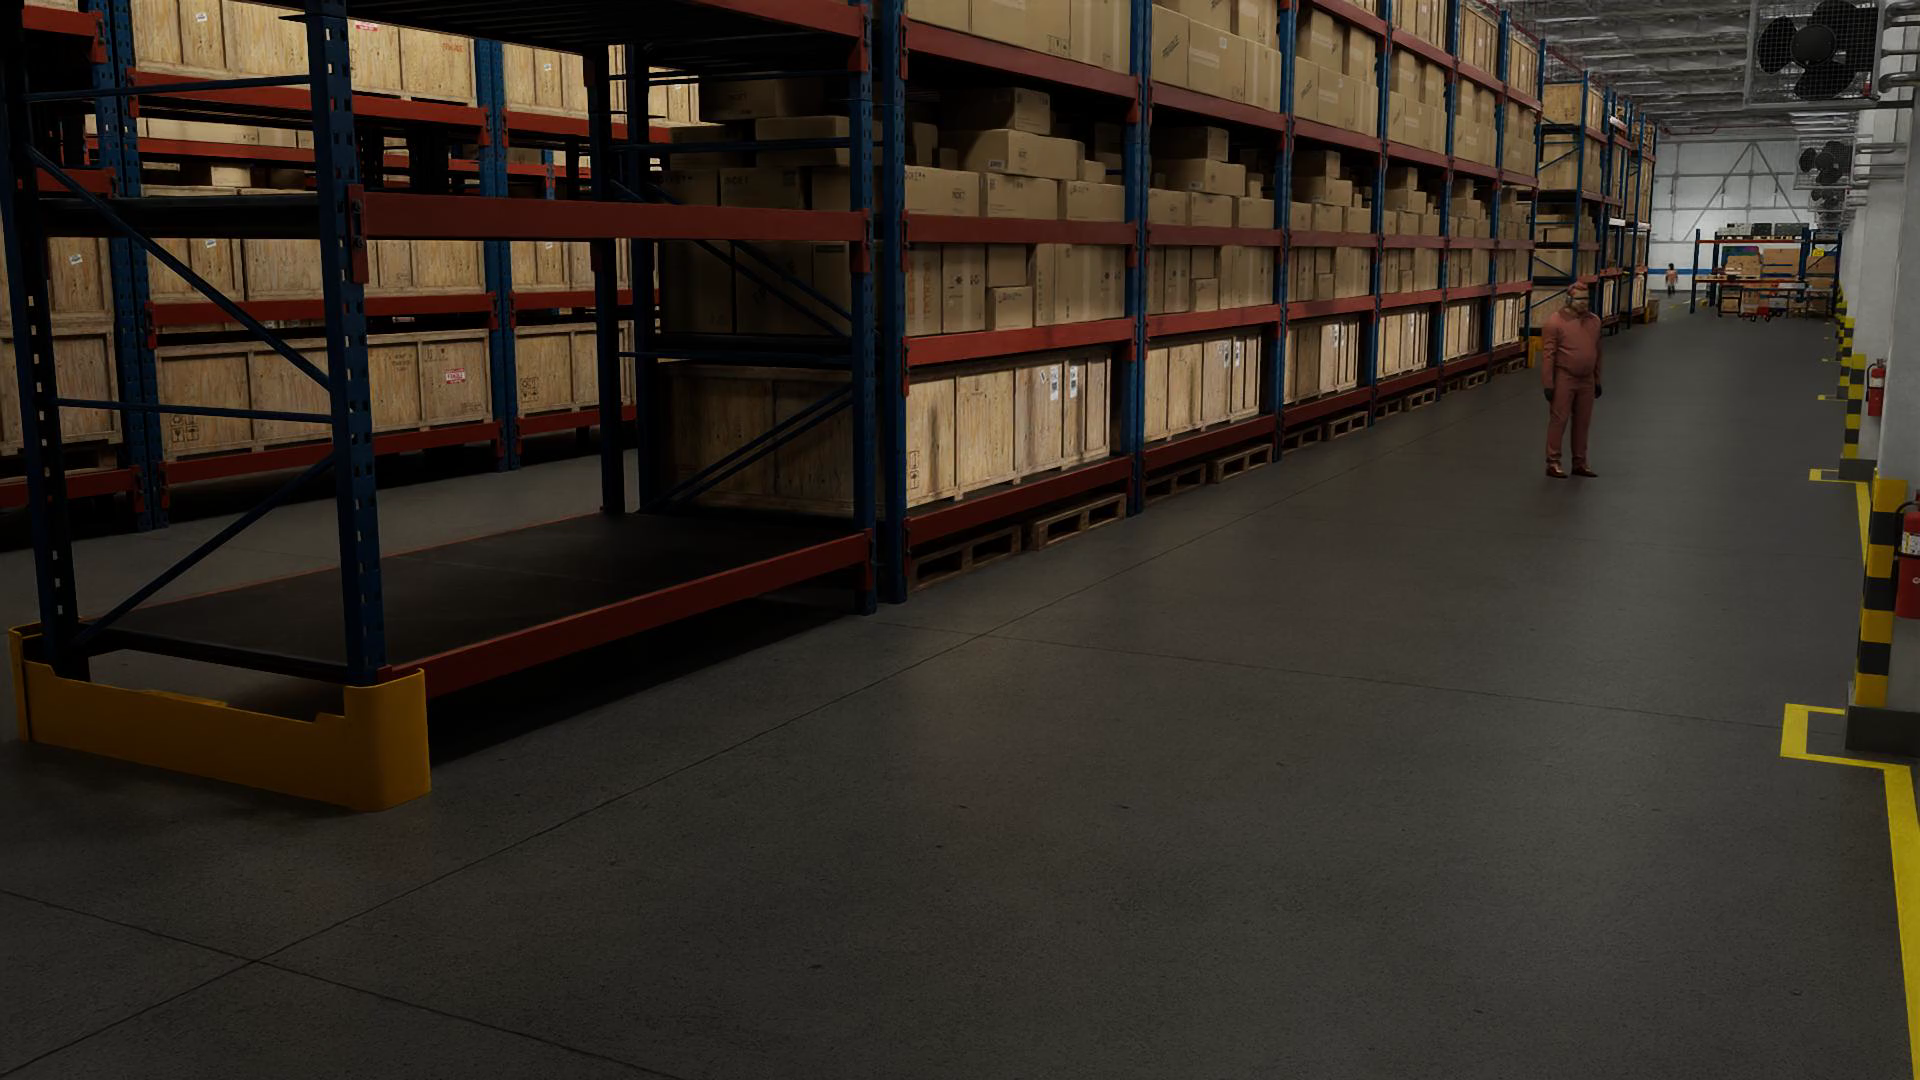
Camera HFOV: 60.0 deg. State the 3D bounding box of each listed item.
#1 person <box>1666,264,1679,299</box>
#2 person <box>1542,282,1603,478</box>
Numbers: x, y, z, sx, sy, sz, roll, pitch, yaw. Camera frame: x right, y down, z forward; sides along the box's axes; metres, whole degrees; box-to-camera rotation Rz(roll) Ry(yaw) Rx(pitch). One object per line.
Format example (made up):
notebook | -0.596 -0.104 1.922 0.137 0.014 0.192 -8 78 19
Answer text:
person | 33.933 -12.312 79.167 0.622 1.657 0.420 8 12 38
person | 5.950 -1.542 16.129 0.654 1.898 0.398 -3 10 -17
